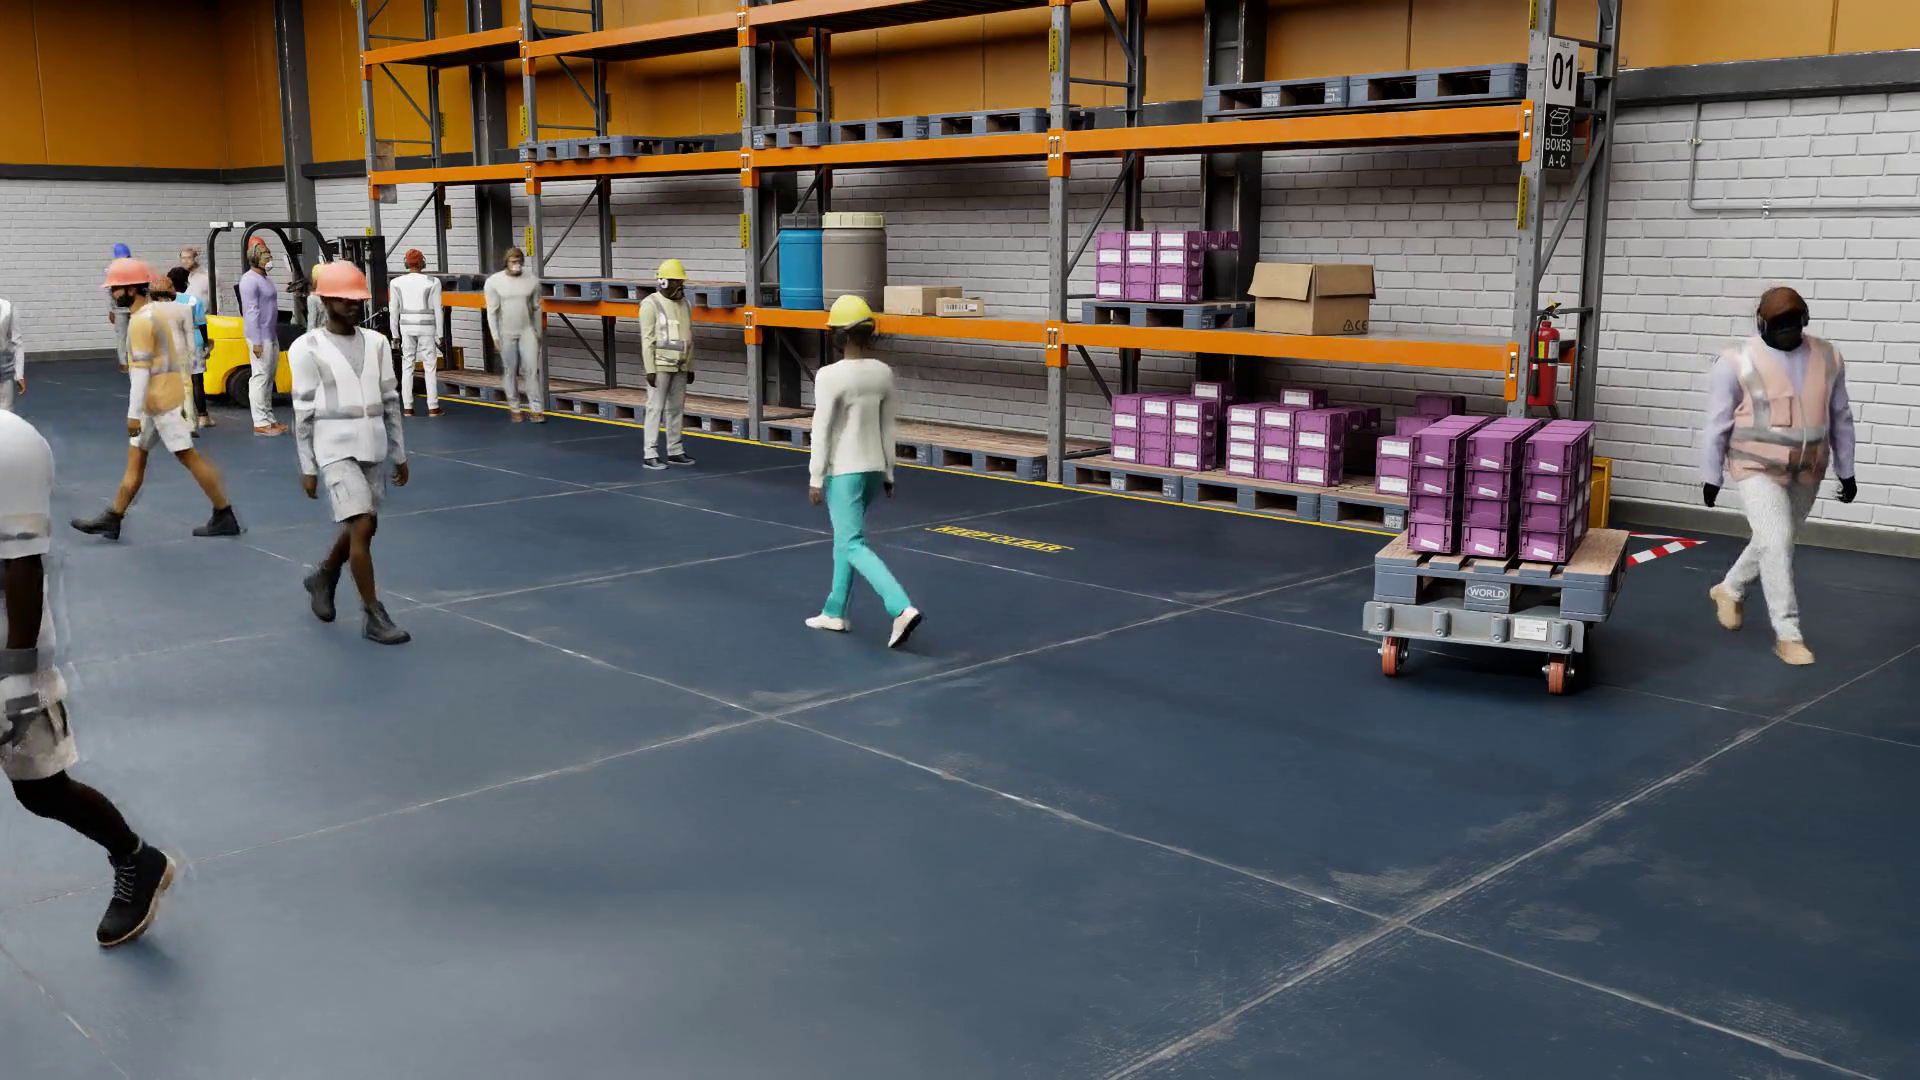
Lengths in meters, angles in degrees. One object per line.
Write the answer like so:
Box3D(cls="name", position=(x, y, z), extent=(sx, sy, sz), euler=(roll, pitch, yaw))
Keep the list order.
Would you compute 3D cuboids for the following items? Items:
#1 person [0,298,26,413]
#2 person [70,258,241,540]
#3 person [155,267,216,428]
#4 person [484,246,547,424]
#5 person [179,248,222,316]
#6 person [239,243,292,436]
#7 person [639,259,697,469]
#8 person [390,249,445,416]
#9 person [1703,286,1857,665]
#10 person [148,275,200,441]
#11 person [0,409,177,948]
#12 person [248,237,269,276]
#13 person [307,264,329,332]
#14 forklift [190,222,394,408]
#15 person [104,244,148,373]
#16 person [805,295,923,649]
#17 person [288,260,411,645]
Box3D(cls="person", position=(-7.853, -1.330, 13.390), extent=(0.586, 1.823, 0.403), euler=(-7, 12, -32))
Box3D(cls="person", position=(-5.347, -0.918, 11.011), extent=(1.040, 1.868, 0.554), euler=(-4, 11, -20))
Box3D(cls="person", position=(-8.145, -2.013, 17.469), extent=(0.529, 1.694, 0.321), euler=(-1, 10, -5))
Box3D(cls="person", position=(-4.728, -2.178, 17.808), extent=(0.636, 1.905, 0.834), euler=(-5, 12, -28))
Box3D(cls="person", position=(-9.956, -2.863, 21.668), extent=(0.666, 1.856, 0.994), euler=(-2, 11, -9))
Box3D(cls="person", position=(-7.065, -2.027, 16.876), extent=(0.361, 1.939, 0.635), euler=(-1, 10, -7))
Box3D(cls="person", position=(-2.521, -1.523, 14.483), extent=(0.415, 1.821, 0.609), euler=(7, 12, 33))
Box3D(cls="person", position=(-6.090, -2.317, 18.664), extent=(0.594, 1.873, 0.367), euler=(0, 10, 0))
Box3D(cls="person", position=(3.969, -0.349, 8.145), extent=(0.661, 1.789, 0.921), euler=(-1, 10, -5))
Box3D(cls="person", position=(-7.819, -1.797, 16.454), extent=(0.499, 1.633, 0.279), euler=(-4, 11, -22))
Box3D(cls="person", position=(-2.559, 0.270, 4.388), extent=(0.620, 1.934, 0.931), euler=(3, 11, 18))
Box3D(cls="person", position=(-10.419, -3.498, 24.742), extent=(0.397, 1.992, 0.623), euler=(-2, 11, -9))
Box3D(cls="person", position=(-6.889, -2.184, 18.350), extent=(0.625, 1.712, 0.517), euler=(9, 14, 40))
Box3D(cls="forklift", position=(-8.169, -2.758, 20.163), extent=(2.313, 2.155, 1.214), euler=(-10, 14, -44))
Box3D(cls="person", position=(-12.122, -3.358, 24.242), extent=(0.637, 1.888, 0.937), euler=(-10, 14, -42))
Box3D(cls="person", position=(-0.487, -0.343, 8.238), extent=(0.816, 1.734, 0.529), euler=(8, 13, 37))
Box3D(cls="person", position=(-3.115, -0.455, 8.412), extent=(0.893, 1.908, 0.555), euler=(7, 13, 35))
